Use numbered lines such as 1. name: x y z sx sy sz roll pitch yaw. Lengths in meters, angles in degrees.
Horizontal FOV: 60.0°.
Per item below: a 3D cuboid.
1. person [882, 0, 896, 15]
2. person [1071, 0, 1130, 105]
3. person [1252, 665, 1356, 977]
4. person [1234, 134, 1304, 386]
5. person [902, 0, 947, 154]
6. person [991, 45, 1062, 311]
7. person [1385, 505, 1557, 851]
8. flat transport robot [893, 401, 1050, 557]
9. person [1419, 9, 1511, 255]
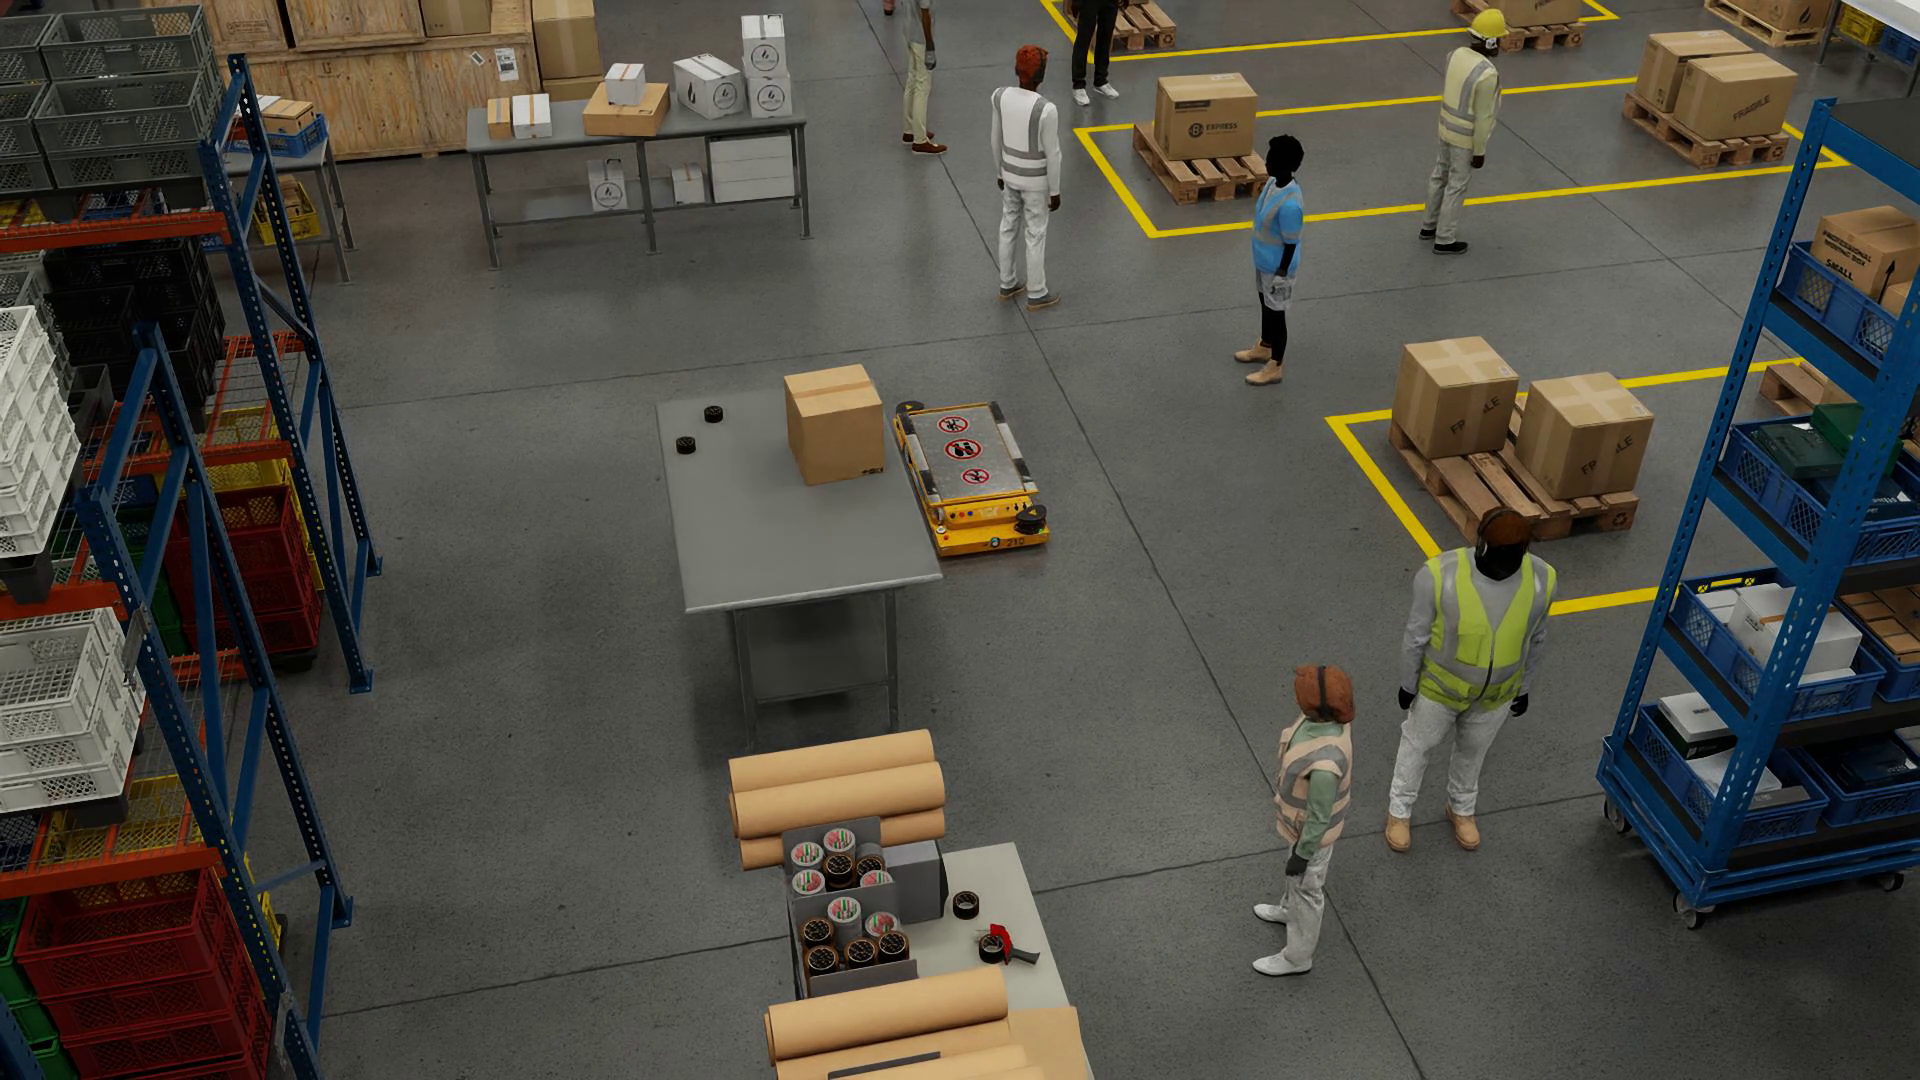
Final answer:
1. person: -0.554 -6.173 16.478 0.652 1.902 0.400 4 37 5
2. person: 1.222 -4.827 14.651 0.597 1.913 0.370 -20 41 -24
3. person: 1.429 1.149 6.846 0.310 1.640 0.512 7 37 9
4. person: 2.029 -1.811 10.777 0.316 1.695 0.542 -2 37 -3
5. person: -0.320 -4.141 13.767 0.310 1.868 0.532 -12 38 -16
6. person: 0.471 -2.508 11.558 0.574 1.887 0.356 28 45 32
7. person: 2.248 0.634 7.371 0.627 1.847 0.429 -1 37 -1
8. flat transport robot: 0.046 -0.430 10.108 0.652 0.197 1.431 -8 37 -10
9. person: 3.734 -3.004 12.278 0.404 1.824 0.595 -8 37 -10
